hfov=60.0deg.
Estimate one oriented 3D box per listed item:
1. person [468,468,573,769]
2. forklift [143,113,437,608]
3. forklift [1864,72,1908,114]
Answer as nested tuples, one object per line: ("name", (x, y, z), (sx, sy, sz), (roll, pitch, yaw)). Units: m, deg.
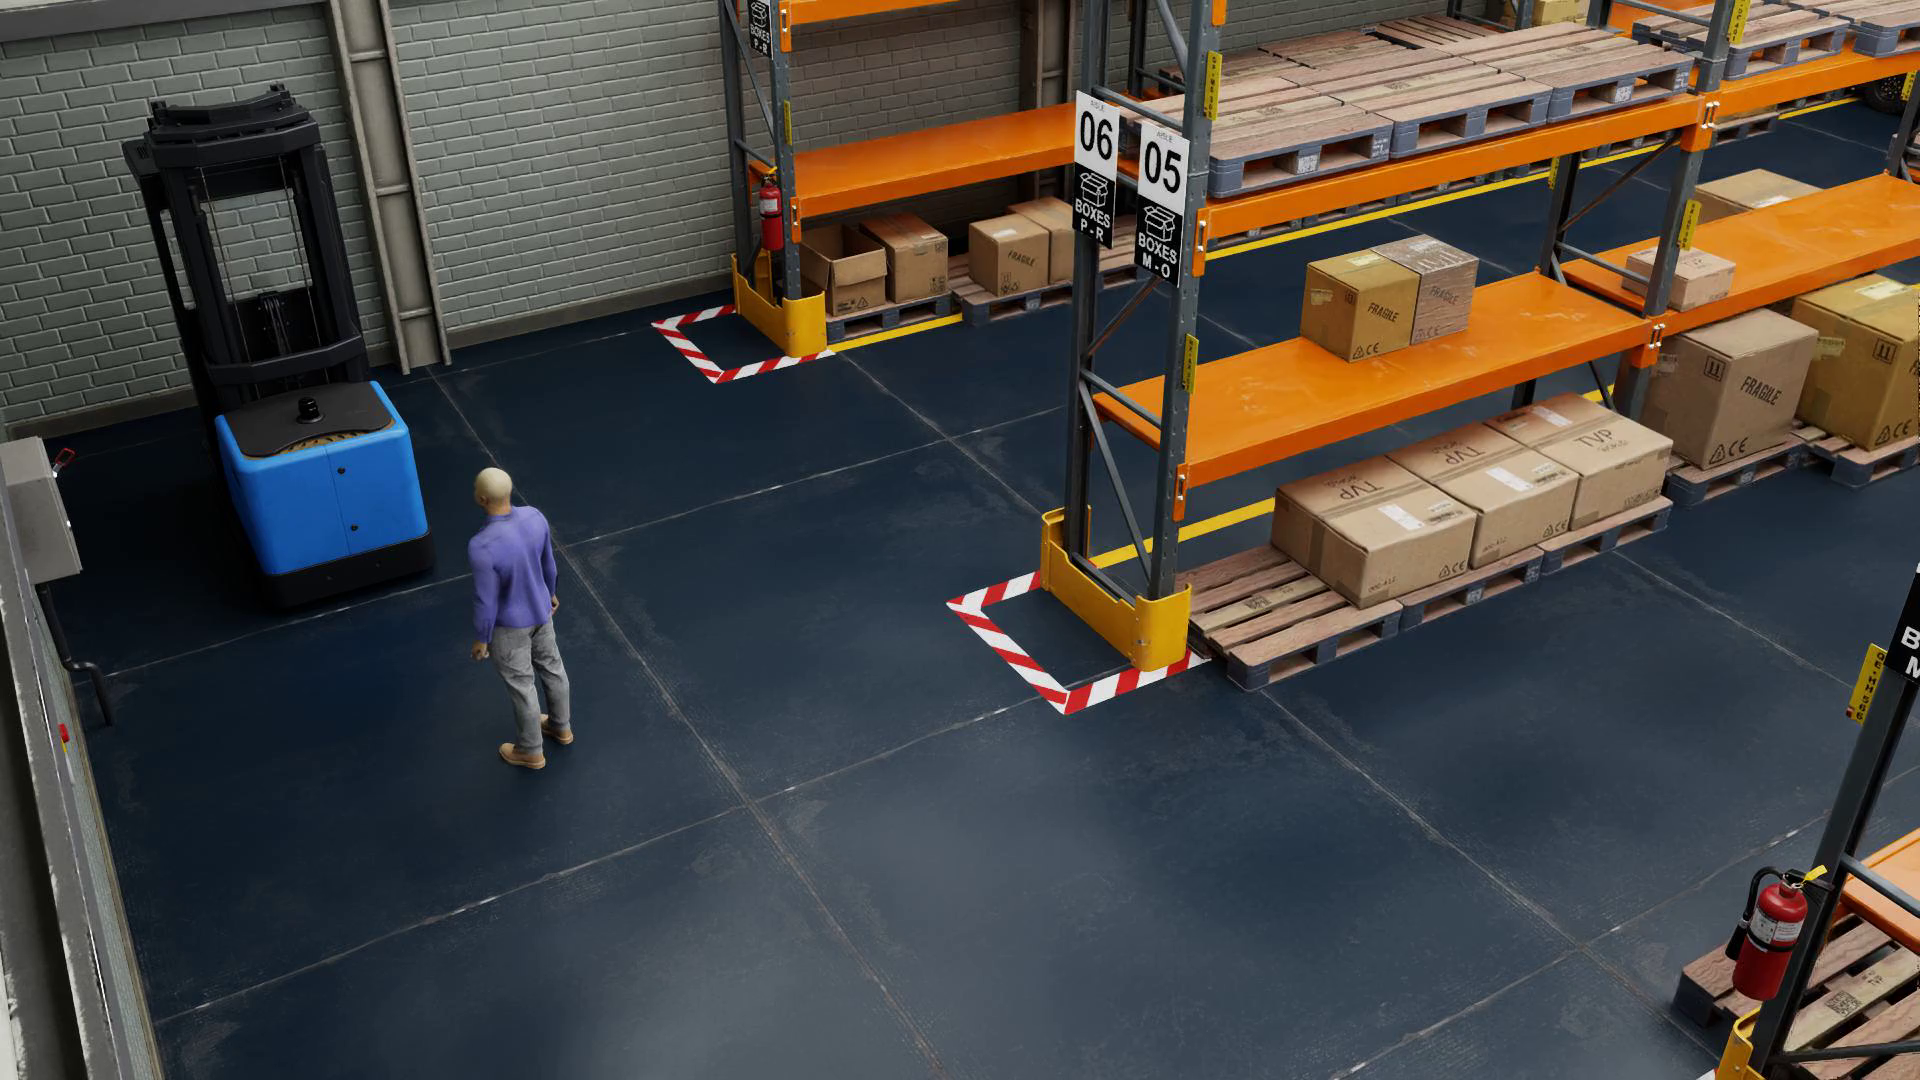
("person", (-2.326, 0.417, 8.813), (0.396, 1.799, 0.584), (17, 36, 26))
("forklift", (-4.289, -1.259, 10.509), (1.129, 2.768, 1.873), (-17, 36, -26))
("forklift", (11.468, -5.645, 18.244), (1.214, 2.155, 2.313), (-17, 36, -26))
